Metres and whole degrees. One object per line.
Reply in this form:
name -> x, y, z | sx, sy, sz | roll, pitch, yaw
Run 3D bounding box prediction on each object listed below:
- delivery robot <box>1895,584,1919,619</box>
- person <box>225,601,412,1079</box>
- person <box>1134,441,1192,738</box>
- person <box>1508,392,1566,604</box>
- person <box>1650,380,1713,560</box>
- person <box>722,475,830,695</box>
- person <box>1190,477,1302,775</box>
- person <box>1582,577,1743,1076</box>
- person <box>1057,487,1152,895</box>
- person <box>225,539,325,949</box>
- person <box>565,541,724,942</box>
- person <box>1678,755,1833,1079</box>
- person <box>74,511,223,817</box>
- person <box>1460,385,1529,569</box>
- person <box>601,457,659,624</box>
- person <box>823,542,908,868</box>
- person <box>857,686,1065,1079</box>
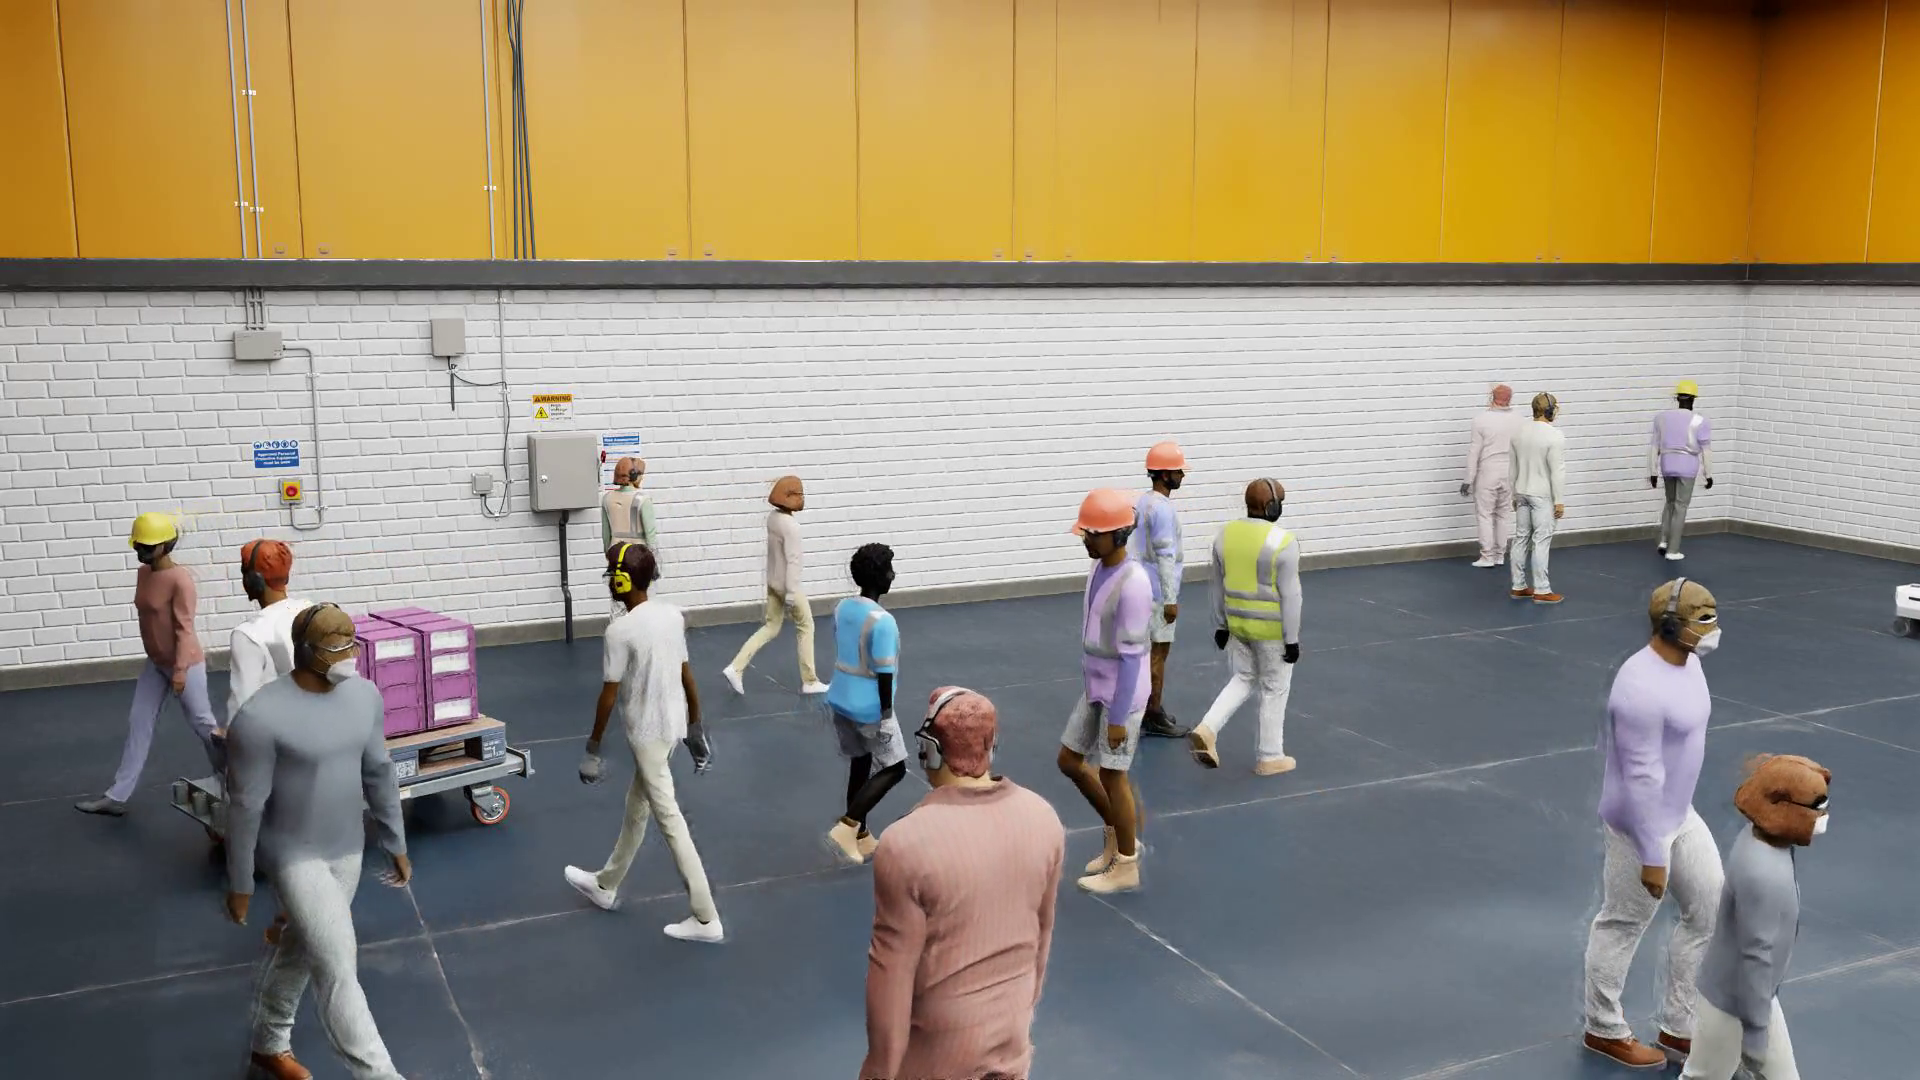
delivery robot -> 8.076, 0.523, 13.629 | 0.477, 0.478, 0.707 | -5, 10, -30
person -> -2.257, 1.145, 5.981 | 1.047, 1.871, 0.639 | 4, 10, 24
person -> 1.322, 0.319, 10.902 | 0.361, 1.939, 0.543 | -1, 9, -9
person -> 5.305, -0.388, 15.289 | 0.376, 1.940, 0.627 | -4, 10, -24
person -> 7.615, -0.735, 17.549 | 0.528, 1.903, 0.589 | -8, 12, -40
person -> -1.306, 0.332, 11.865 | 0.757, 1.604, 0.506 | -5, 11, -30
person -> 1.746, 0.534, 9.933 | 0.650, 1.825, 0.631 | -7, 11, -35
person -> 2.678, 1.091, 6.164 | 0.704, 1.917, 0.661 | 8, 12, 40
person -> 0.708, 0.741, 8.029 | 0.436, 2.020, 0.623 | -2, 9, -13
person -> -3.061, 0.917, 7.396 | 0.494, 1.870, 0.604 | 2, 9, 13
person -> -1.485, 0.913, 7.621 | 0.986, 1.811, 0.524 | 4, 10, 22
person -> 2.389, 1.415, 5.189 | 0.840, 1.588, 0.545 | 5, 10, 29
person -> -4.451, 0.699, 9.202 | 0.536, 1.715, 0.881 | 6, 11, 35
person -> 5.489, -0.646, 17.097 | 0.681, 1.888, 0.429 | -2, 9, -12
person -> -2.505, 0.184, 12.672 | 0.512, 1.639, 0.311 | 5, 11, 31
person -> -0.504, 0.848, 8.416 | 0.414, 1.683, 0.531 | -7, 11, -36
person -> -0.028, 1.350, 4.634 | 0.709, 1.906, 0.400 | -8, 12, -39
